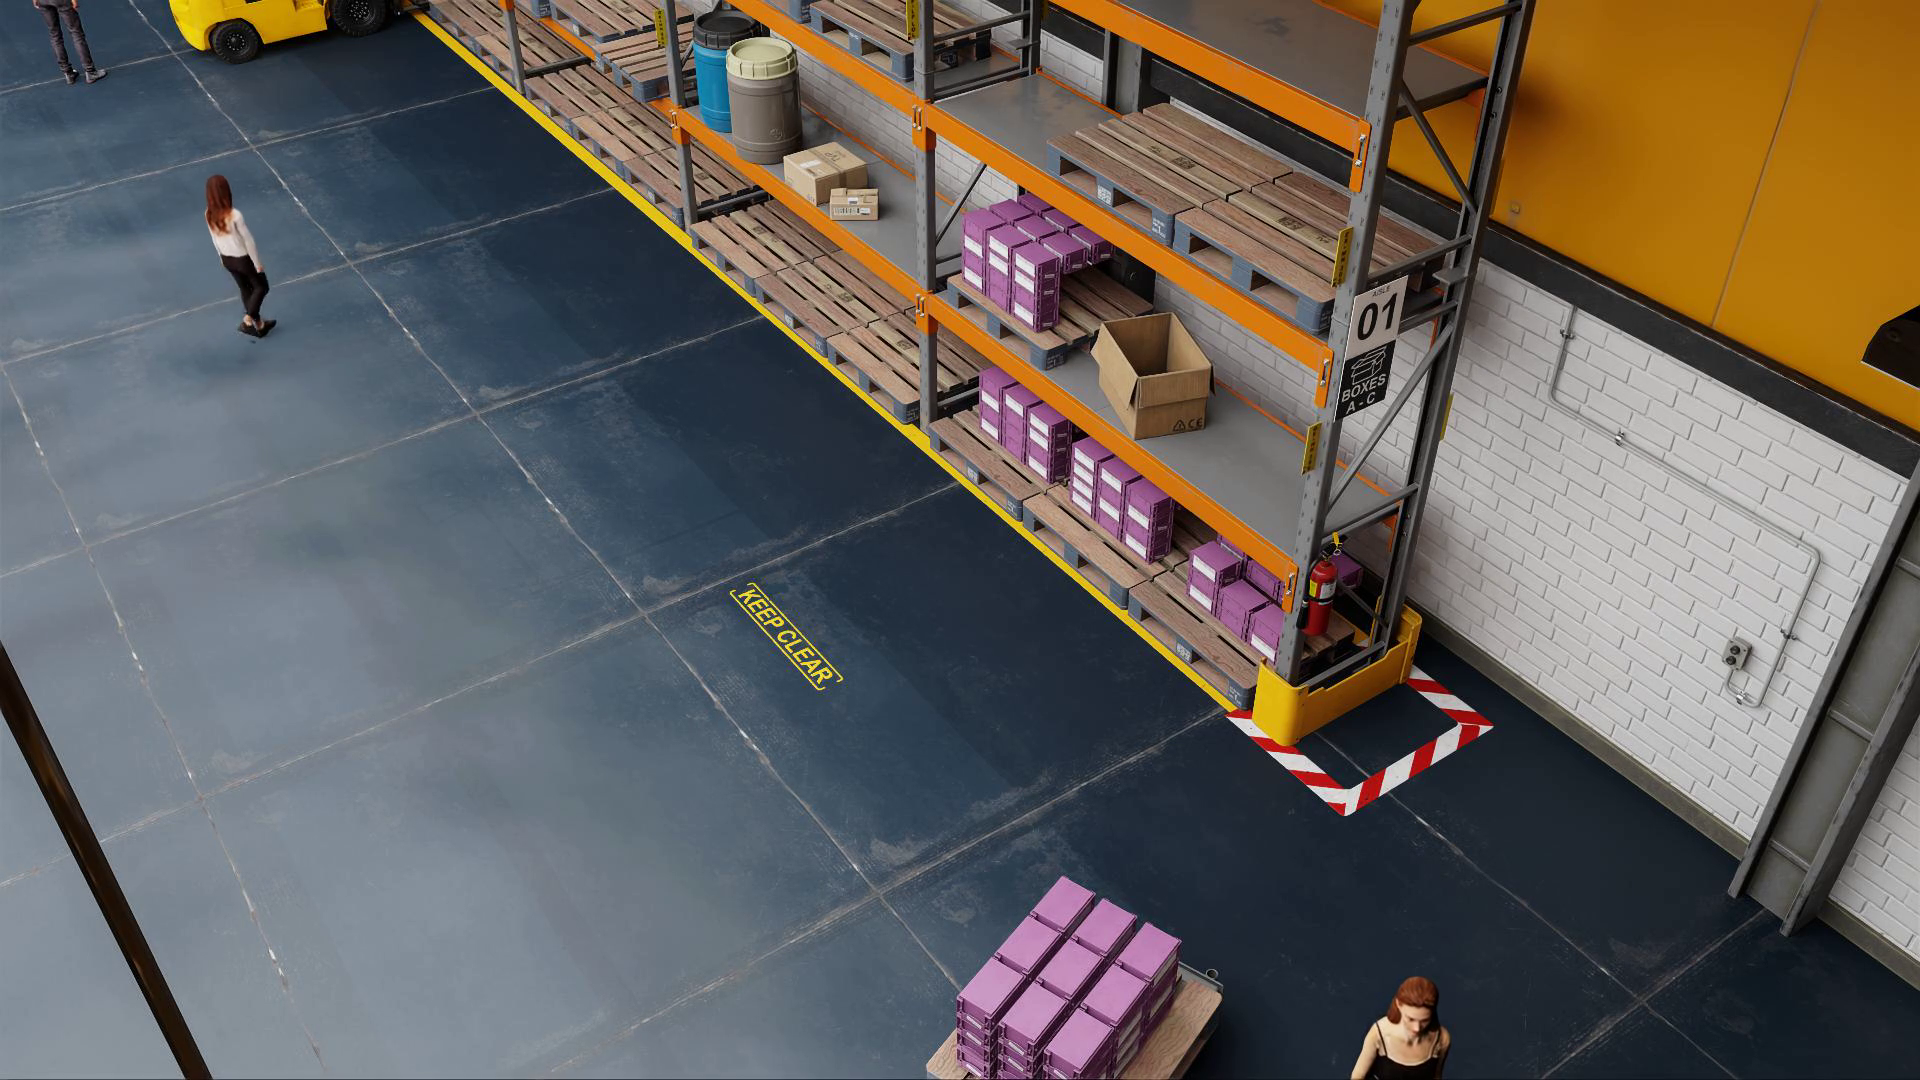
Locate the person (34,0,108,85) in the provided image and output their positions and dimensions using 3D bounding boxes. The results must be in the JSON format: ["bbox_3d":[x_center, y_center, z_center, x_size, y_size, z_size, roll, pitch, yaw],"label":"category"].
[{"bbox_3d":[-9.841,-5.888,18.049,0.716,1.869,0.738,0,39,0],"label":"person"}]

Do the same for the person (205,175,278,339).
[{"bbox_3d":[-6.047,-2.305,13.876,0.752,1.477,0.804,11,40,14],"label":"person"}]

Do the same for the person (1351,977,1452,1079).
[{"bbox_3d":[1.990,2.562,7.664,0.675,1.624,0.719,0,39,0],"label":"person"}]
